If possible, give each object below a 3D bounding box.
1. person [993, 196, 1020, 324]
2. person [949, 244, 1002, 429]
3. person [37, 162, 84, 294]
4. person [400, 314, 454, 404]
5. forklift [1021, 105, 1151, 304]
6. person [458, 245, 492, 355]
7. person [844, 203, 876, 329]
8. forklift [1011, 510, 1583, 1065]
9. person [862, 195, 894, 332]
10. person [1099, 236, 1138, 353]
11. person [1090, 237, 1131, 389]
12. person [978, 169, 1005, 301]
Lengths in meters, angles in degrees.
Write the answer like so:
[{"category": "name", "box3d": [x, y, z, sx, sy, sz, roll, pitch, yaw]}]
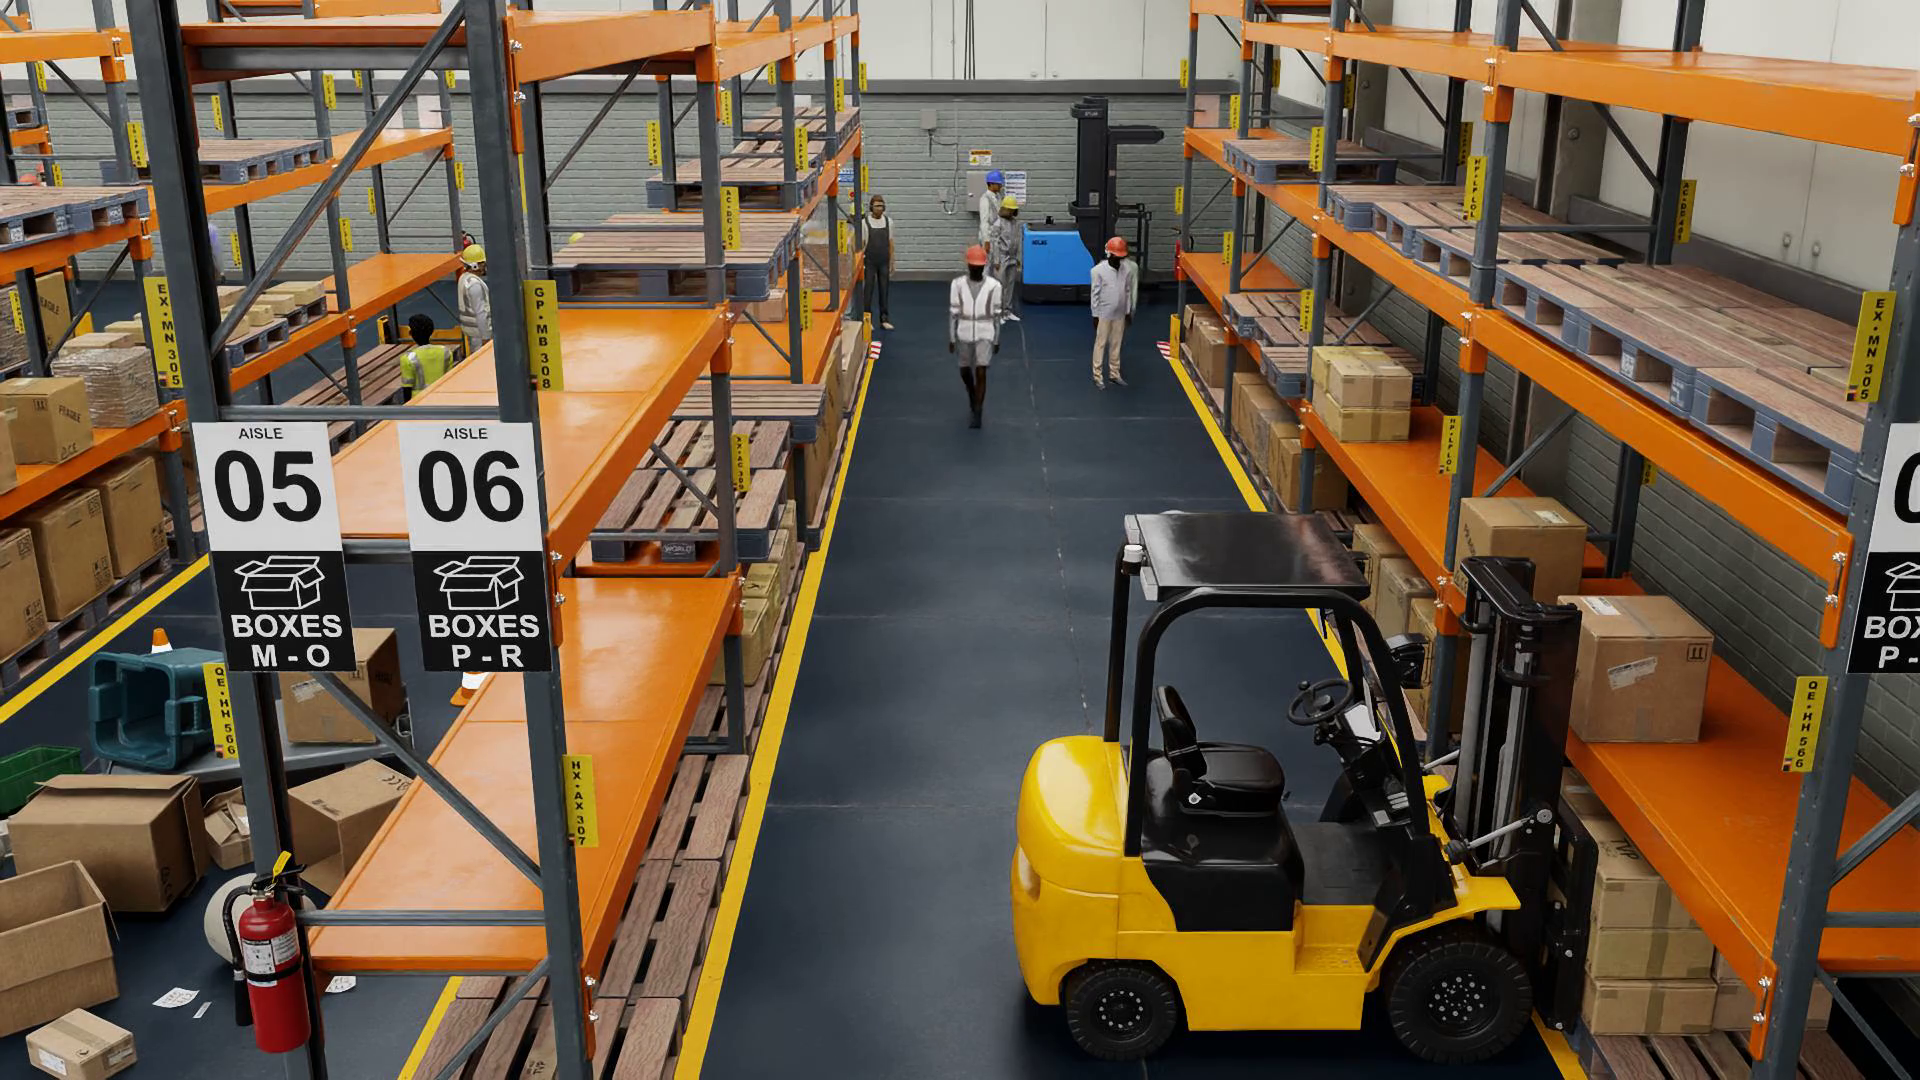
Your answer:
[{"category": "person", "box3d": [0.663, -3.875, 22.992, 0.325, 1.740, 0.492, 16, 24, 40]}, {"category": "person", "box3d": [0.172, -2.190, 17.620, 0.555, 1.917, 0.807, 2, 18, 7]}, {"category": "person", "box3d": [-13.625, -4.688, 25.055, 0.622, 1.992, 0.396, -10, 21, -28]}, {"category": "person", "box3d": [-4.756, -1.187, 14.941, 0.320, 1.693, 0.534, 14, 23, 36]}, {"category": "forklift", "box3d": [1.857, -4.944, 24.441, 1.873, 2.768, 1.129, 0, 18, 0]}, {"category": "person", "box3d": [-5.191, -2.275, 18.014, 0.404, 1.832, 0.594, -10, 21, -27]}, {"category": "person", "box3d": [-1.367, -3.682, 22.423, 0.486, 1.736, 0.320, -3, 19, -8]}, {"category": "forklift", "box3d": [1.387, 1.055, 7.378, 2.313, 2.155, 1.214, 0, 18, 0]}, {"category": "person", "box3d": [-1.125, -3.716, 22.363, 0.509, 1.839, 0.338, -8, 20, -22]}, {"category": "person", "box3d": [1.905, -2.861, 20.137, 0.510, 1.608, 0.718, -3, 18, -8]}, {"category": "person", "box3d": [1.758, -2.626, 19.208, 0.559, 1.744, 0.333, -11, 21, -30]}, {"category": "person", "box3d": [0.469, -4.457, 24.431, 0.391, 1.947, 0.606, 7, 20, 20]}]
